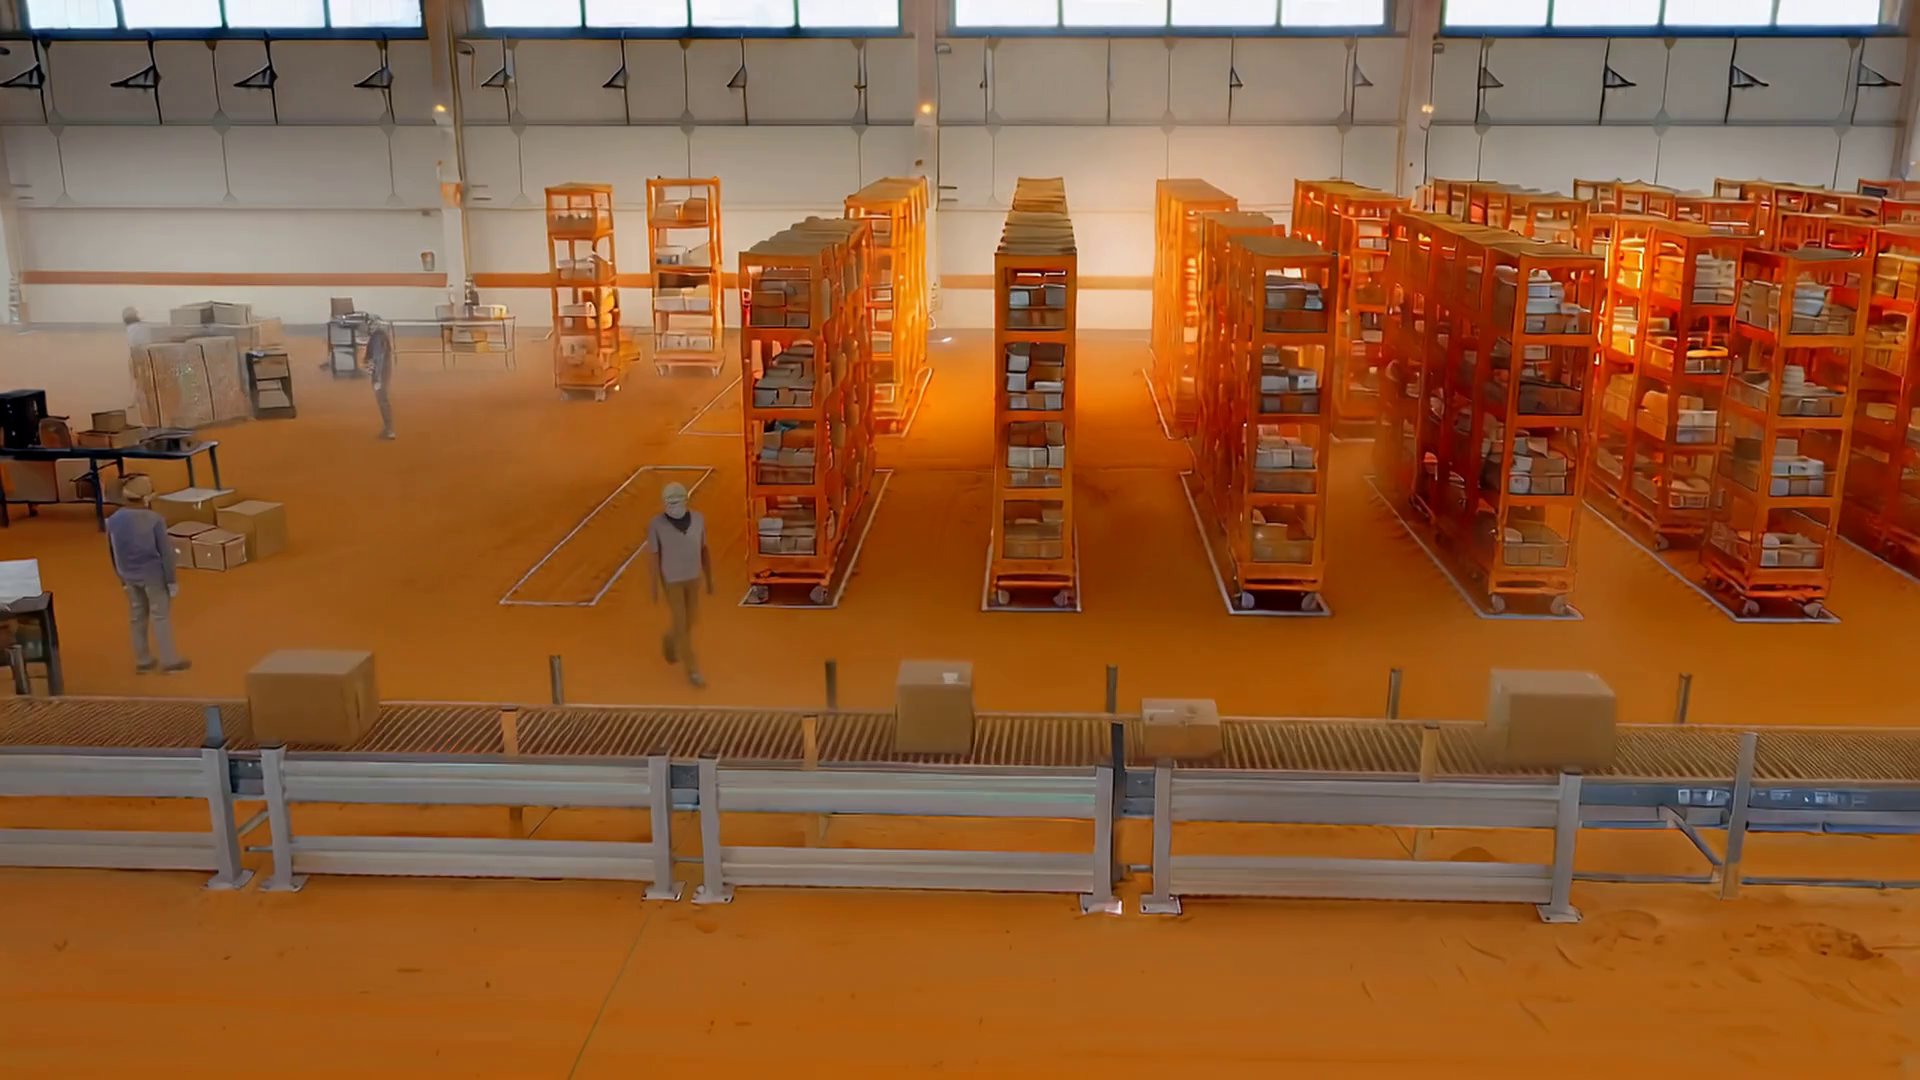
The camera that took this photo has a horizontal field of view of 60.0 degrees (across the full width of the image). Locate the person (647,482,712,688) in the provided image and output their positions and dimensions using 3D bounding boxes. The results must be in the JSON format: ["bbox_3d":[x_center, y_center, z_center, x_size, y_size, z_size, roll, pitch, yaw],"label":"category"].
[{"bbox_3d":[-2.499,0.351,14.833,0.591,1.806,0.866,-13,20,-40],"label":"person"}]

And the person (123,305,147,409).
[{"bbox_3d":[-13.530,-3.019,27.482,0.616,1.713,0.497,1,15,4],"label":"person"}]

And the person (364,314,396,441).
[{"bbox_3d":[-8.744,-2.450,25.019,0.400,1.907,0.645,-3,15,-11],"label":"person"}]

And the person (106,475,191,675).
[{"bbox_3d":[-7.267,0.317,14.888,0.591,1.833,0.403,3,15,11],"label":"person"}]
